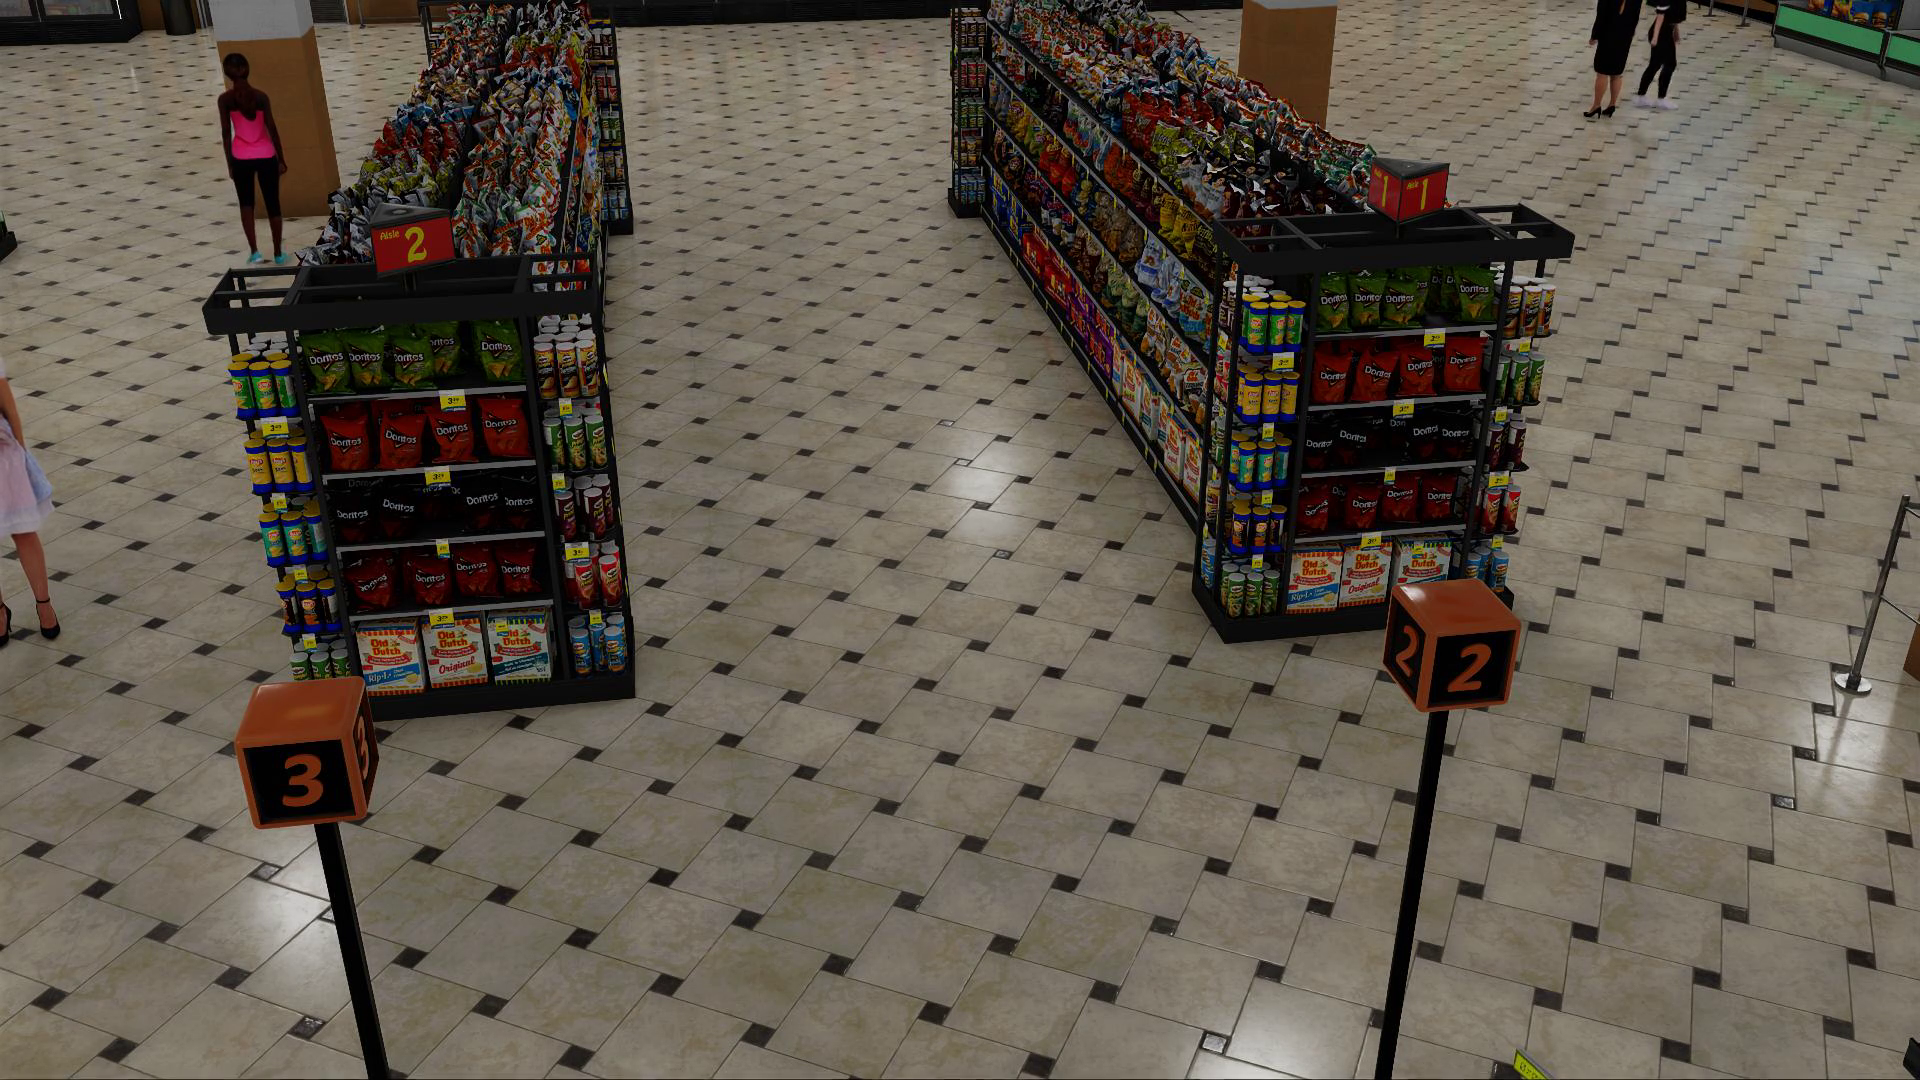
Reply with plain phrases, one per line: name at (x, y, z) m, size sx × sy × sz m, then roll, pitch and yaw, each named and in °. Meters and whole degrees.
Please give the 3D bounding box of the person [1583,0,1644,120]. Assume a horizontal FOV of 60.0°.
person at (7.139, -5.467, 18.177) m, size 0.707 × 1.671 × 0.638 m, roll -7°, pitch 28°, yaw -13°

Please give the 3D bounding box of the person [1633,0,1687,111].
person at (7.771, -5.640, 18.573) m, size 0.864 × 1.622 × 0.807 m, roll 16°, pitch 31°, yaw 29°

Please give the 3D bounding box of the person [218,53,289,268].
person at (-5.609, -2.988, 13.237) m, size 0.614 × 1.719 × 0.695 m, roll -8°, pitch 28°, yaw -15°

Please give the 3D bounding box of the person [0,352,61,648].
person at (-4.636, -0.333, 7.899) m, size 0.749 × 1.810 × 0.770 m, roll -9°, pitch 28°, yaw -18°
